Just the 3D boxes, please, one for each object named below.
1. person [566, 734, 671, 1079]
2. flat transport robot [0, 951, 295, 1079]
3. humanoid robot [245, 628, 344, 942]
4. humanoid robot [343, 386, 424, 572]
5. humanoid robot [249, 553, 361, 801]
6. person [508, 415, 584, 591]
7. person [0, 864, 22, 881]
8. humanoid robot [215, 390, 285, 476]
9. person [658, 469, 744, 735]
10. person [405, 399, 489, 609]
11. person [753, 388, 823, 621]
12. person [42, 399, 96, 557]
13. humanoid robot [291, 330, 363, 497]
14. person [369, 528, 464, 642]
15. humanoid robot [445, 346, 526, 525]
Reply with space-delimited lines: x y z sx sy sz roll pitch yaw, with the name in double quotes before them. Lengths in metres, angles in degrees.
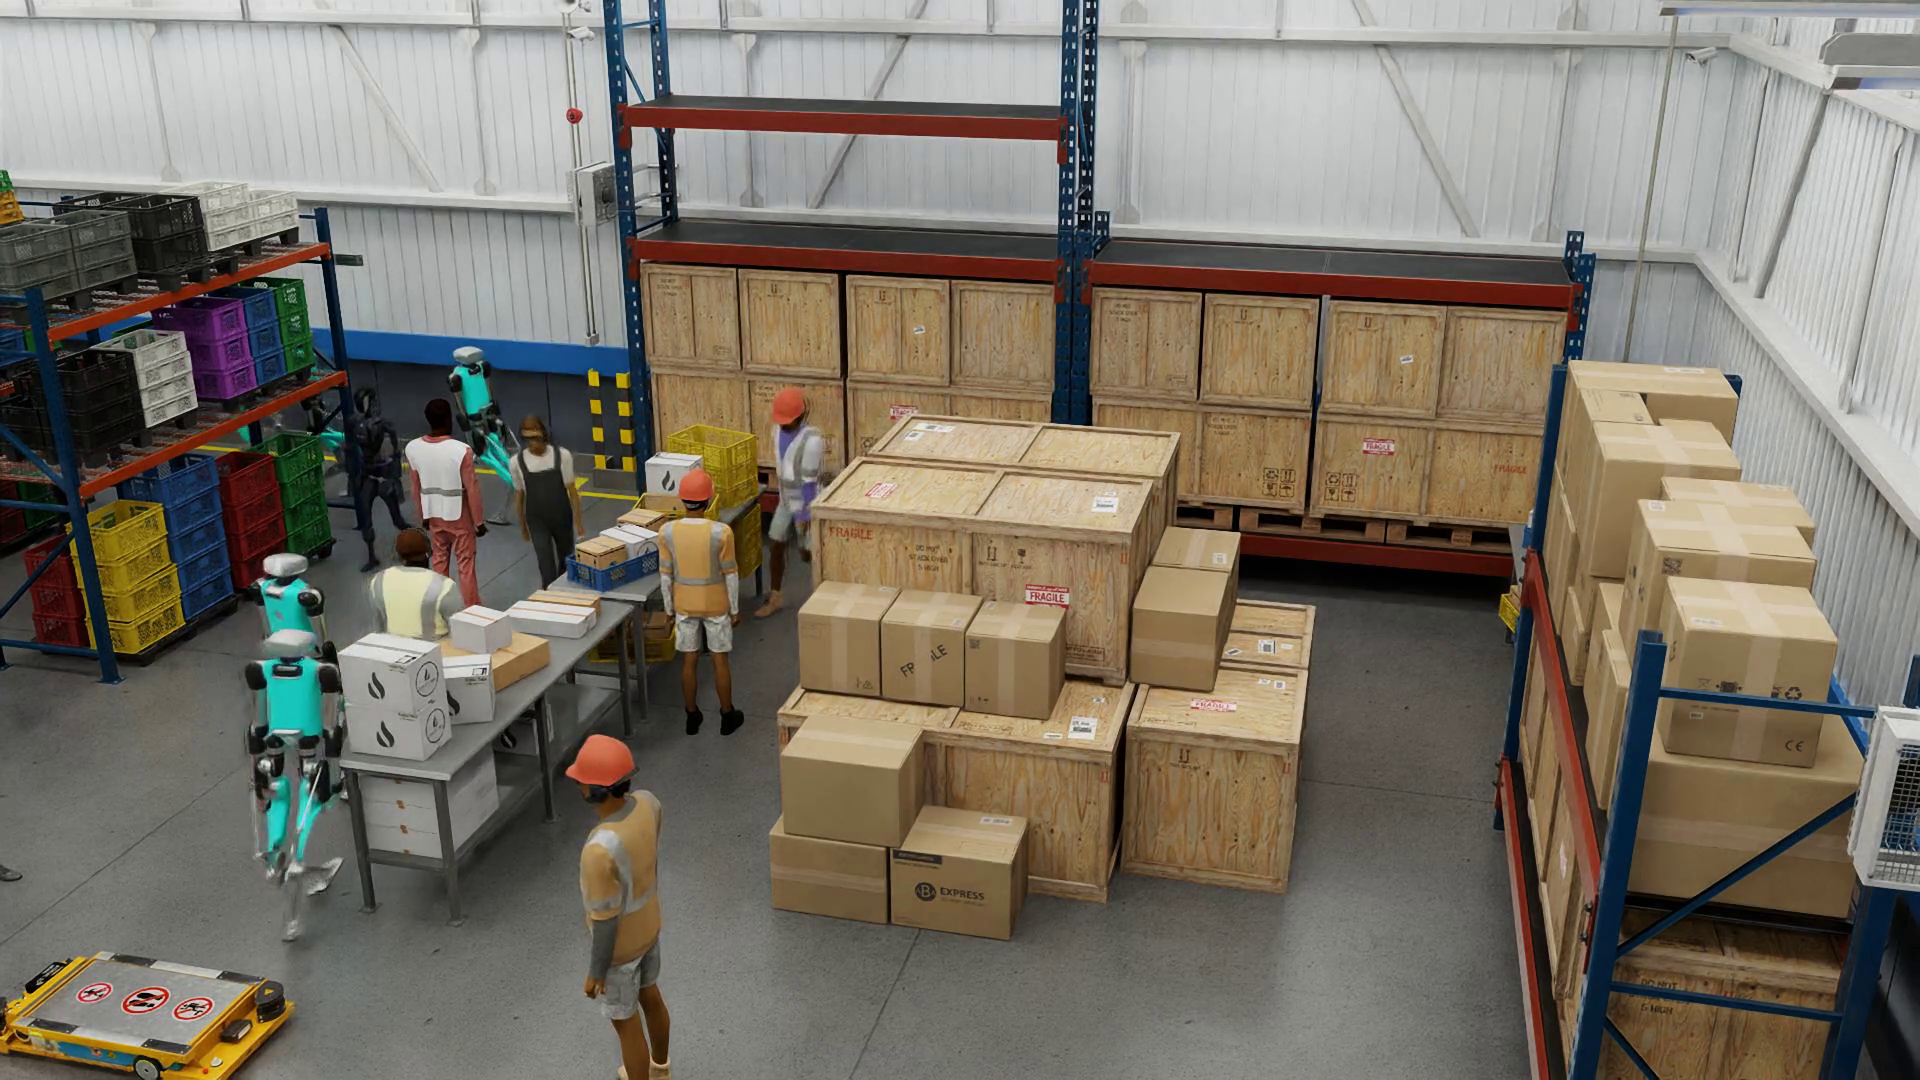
"person" -1.589 1.835 7.761 0.375 2.045 0.604 5 22 13
"flat transport robot" -4.270 2.464 8.601 1.431 0.231 0.659 5 22 13
"humanoid robot" -3.754 1.436 9.245 0.549 1.723 1.005 1 21 2
"humanoid robot" -5.096 -0.578 14.635 0.586 1.645 0.715 6 22 14
"humanoid robot" -4.082 0.827 10.731 0.530 1.724 0.721 9 23 22
"person" -3.301 -0.161 13.318 0.534 1.808 0.849 -7 22 -17
"person" -5.830 1.273 9.616 0.309 1.768 0.524 6 22 15
"humanoid robot" -7.186 -1.417 16.782 1.037 1.777 0.543 -4 21 -9
"person" -1.791 0.441 11.555 0.542 1.939 0.365 2 21 5
"person" -4.065 -0.191 13.235 0.592 1.919 0.392 5 22 13
"person" -1.249 -0.314 13.464 0.801 1.995 0.608 -19 28 -41
"person" -7.553 -0.493 14.109 0.508 1.860 0.320 11 23 26
"humanoid robot" -6.089 -1.170 16.037 0.981 1.739 0.547 -4 21 -11
"person" -3.412 0.765 10.904 0.672 1.784 0.931 8 22 20
"humanoid robot" -4.160 -0.875 15.313 0.944 1.794 0.562 8 22 21
